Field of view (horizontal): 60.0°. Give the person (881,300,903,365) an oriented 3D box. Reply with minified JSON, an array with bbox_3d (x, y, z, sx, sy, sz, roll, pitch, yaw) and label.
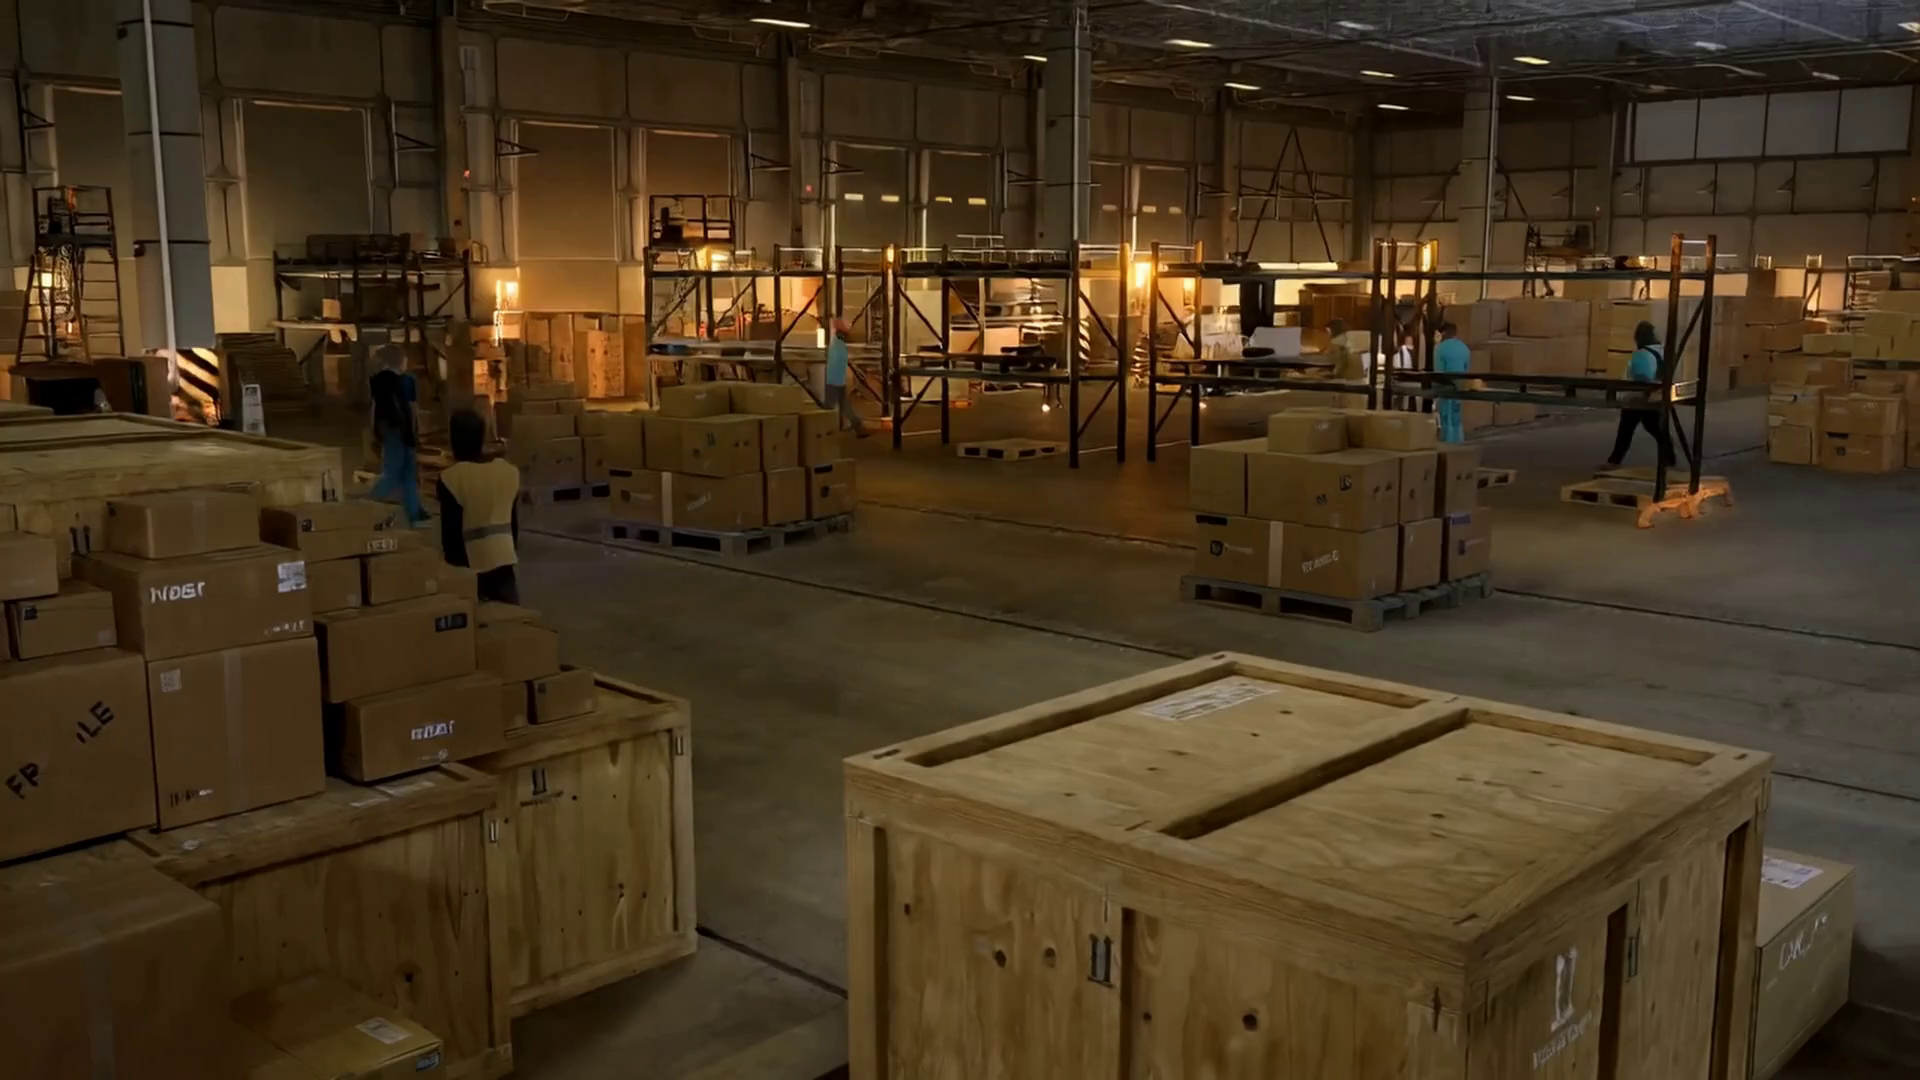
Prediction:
[{"bbox_3d":[-1.584,-4.679,39.136,0.543,1.932,0.376,4,10,24],"label":"person"}]

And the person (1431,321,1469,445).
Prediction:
[{"bbox_3d":[6.801,-2.072,23.178,0.625,1.931,0.378,-5,11,-28],"label":"person"}]

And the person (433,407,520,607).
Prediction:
[{"bbox_3d":[-2.807,0.154,9.724,1.023,1.862,0.619,6,11,33],"label":"person"}]

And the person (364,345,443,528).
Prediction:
[{"bbox_3d":[-5.744,-1.017,16.782,0.936,1.908,0.641,-7,11,-35],"label":"person"}]

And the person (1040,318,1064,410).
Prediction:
[{"bbox_3d":[1.751,-3.318,31.398,0.487,1.736,0.322,-4,10,-24],"label":"person"}]

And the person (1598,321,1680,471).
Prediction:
[{"bbox_3d":[8.956,-1.889,21.691,0.692,2.000,1.011,-9,13,-43],"label":"person"}]

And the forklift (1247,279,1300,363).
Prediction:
[{"bbox_3d":[8.216,-6.142,45.200,1.873,2.768,1.129,9,13,43],"label":"forklift"}]

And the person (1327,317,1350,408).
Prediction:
[{"bbox_3d":[5.787,-2.450,25.502,0.362,1.929,0.630,3,10,20],"label":"person"}]

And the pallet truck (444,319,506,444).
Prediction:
[{"bbox_3d":[-6.981,-1.942,22.150,1.885,1.965,0.823,1,9,9],"label":"pallet truck"}]

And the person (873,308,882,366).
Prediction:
[{"bbox_3d":[-2.162,-5.386,44.400,0.317,1.631,0.525,-1,9,-8],"label":"person"}]

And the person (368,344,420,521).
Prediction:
[{"bbox_3d":[-5.964,-1.127,17.546,0.513,1.872,0.331,-2,9,-10],"label":"person"}]

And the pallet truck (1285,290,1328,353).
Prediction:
[{"bbox_3d":[11.297,-6.951,52.861,1.885,1.965,0.823,-5,11,-29],"label":"pallet truck"}]

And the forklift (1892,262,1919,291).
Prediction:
[{"bbox_3d":[23.277,-5.417,40.755,1.129,2.768,1.873,3,10,19],"label":"forklift"}]

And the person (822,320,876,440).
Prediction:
[{"bbox_3d":[-1.809,-2.431,25.548,1.017,1.863,0.603,-5,11,-30],"label":"person"}]
